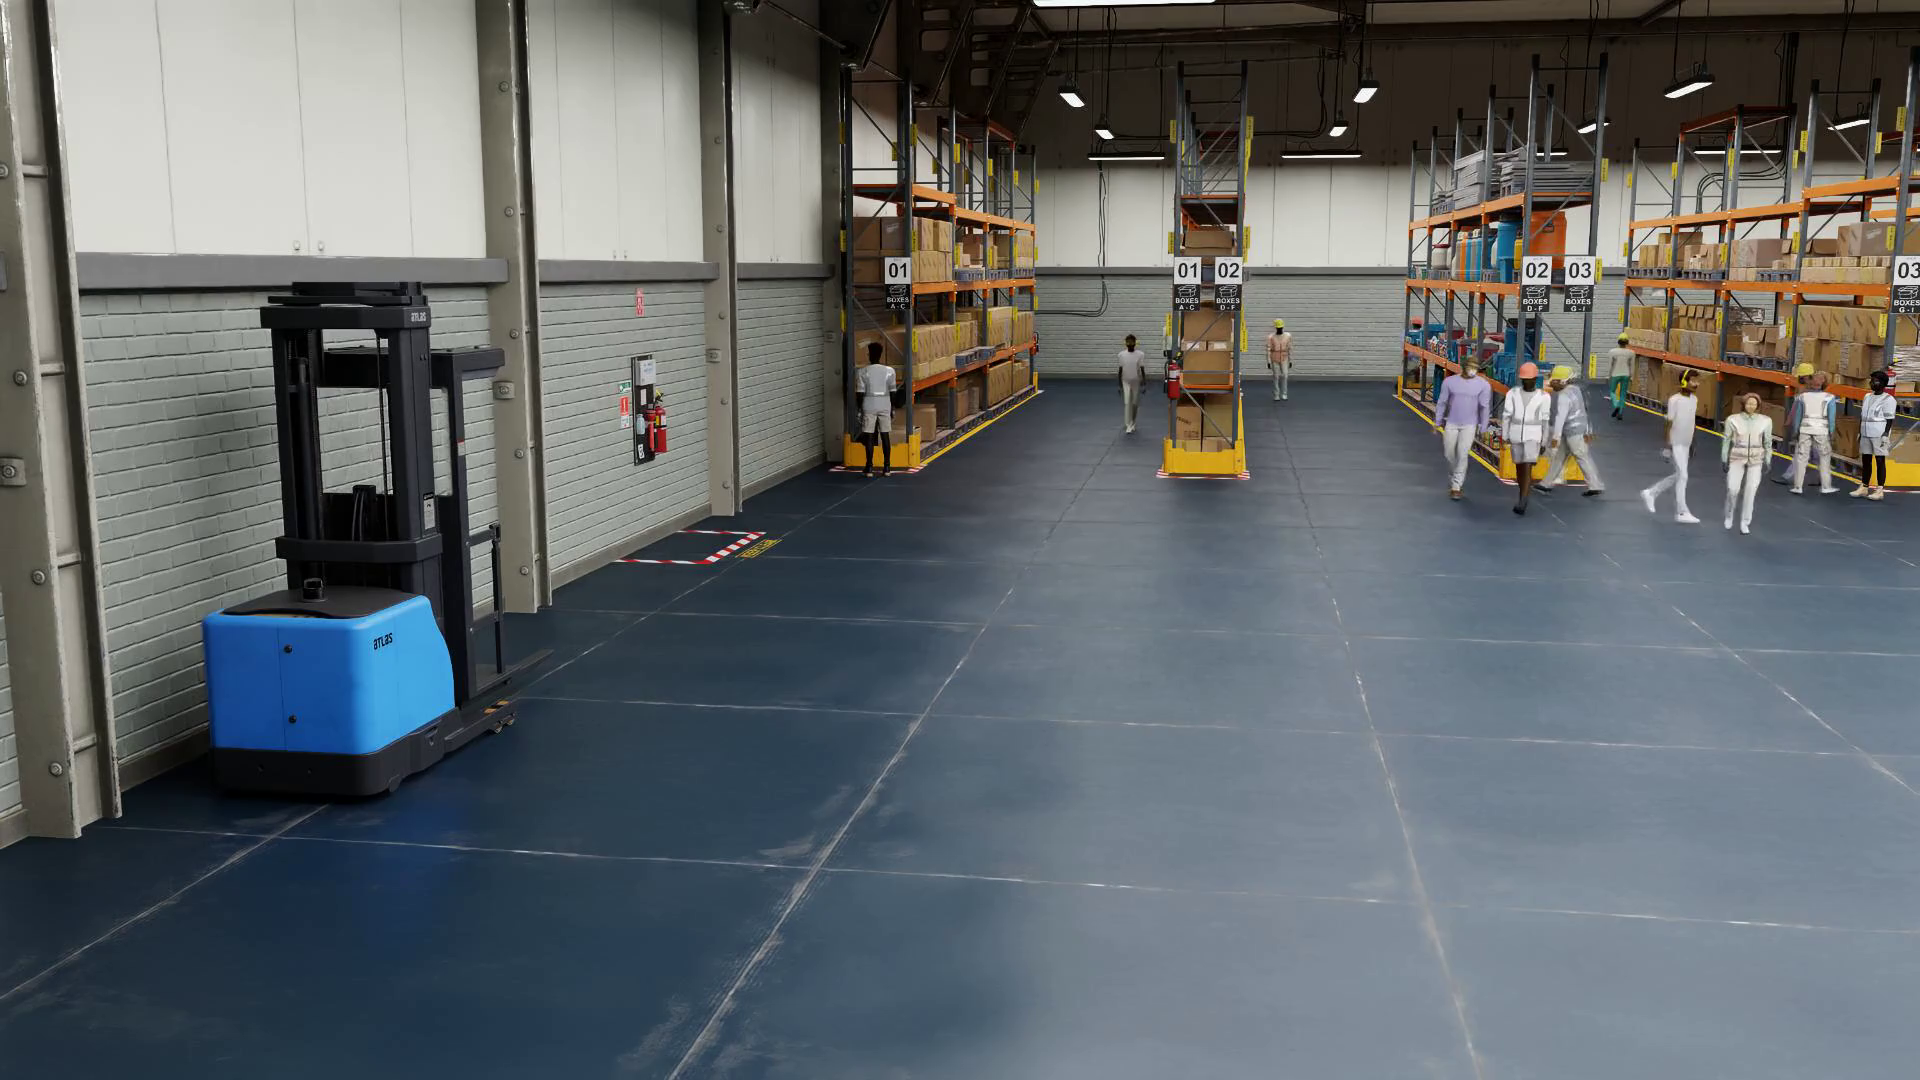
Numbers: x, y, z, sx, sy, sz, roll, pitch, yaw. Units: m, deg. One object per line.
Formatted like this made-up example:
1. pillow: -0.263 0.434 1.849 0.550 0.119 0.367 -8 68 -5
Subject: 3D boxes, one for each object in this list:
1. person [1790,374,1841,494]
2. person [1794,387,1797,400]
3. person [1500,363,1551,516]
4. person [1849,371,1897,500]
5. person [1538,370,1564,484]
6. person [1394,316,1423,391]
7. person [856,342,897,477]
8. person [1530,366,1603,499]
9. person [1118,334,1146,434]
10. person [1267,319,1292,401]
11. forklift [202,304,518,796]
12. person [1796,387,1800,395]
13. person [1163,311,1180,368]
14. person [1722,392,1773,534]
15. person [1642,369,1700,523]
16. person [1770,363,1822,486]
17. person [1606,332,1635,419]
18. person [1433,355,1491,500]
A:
1. person: 11.554 -1.422 22.430 0.486 1.618 0.607 -7 12 -37
2. person: 18.224 -3.774 36.126 0.403 1.877 0.591 -5 11 -30
3. person: 7.043 -1.270 20.725 0.545 1.883 1.041 6 11 31
4. person: 12.082 -1.387 21.977 0.318 1.697 0.535 -2 10 -15
5. person: 8.404 -1.595 23.512 0.387 1.619 0.508 1 9 4
6. person: 11.054 -4.517 40.688 0.936 1.909 0.538 -2 10 -15
7. person: -1.232 -1.920 24.435 0.612 1.965 0.361 -3 10 -17
8. person: 8.102 -1.432 22.099 1.007 1.747 0.597 5 11 29
9. person: 3.213 -2.939 31.109 0.526 1.843 0.817 1 9 4
10. person: 7.387 -4.143 38.372 0.602 1.887 0.857 0 9 2
11. forklift: -3.673 -0.038 10.147 1.129 2.768 1.873 1 9 9
12. person: 17.825 -3.548 35.062 0.590 1.779 0.961 0 9 1
13. person: 5.625 -5.030 43.638 0.617 1.967 0.858 1 9 8
14. person: 9.023 -0.881 19.079 0.517 1.623 0.362 3 10 17
15. person: 8.674 -1.163 20.164 0.521 1.847 0.799 -6 11 -31
16. person: 11.761 -1.601 23.214 0.881 1.707 0.553 1 9 8
17. person: 13.386 -3.321 33.708 0.547 1.755 0.372 2 9 10
18. person: 6.625 -1.488 21.958 0.672 1.902 0.457 5 10 28
